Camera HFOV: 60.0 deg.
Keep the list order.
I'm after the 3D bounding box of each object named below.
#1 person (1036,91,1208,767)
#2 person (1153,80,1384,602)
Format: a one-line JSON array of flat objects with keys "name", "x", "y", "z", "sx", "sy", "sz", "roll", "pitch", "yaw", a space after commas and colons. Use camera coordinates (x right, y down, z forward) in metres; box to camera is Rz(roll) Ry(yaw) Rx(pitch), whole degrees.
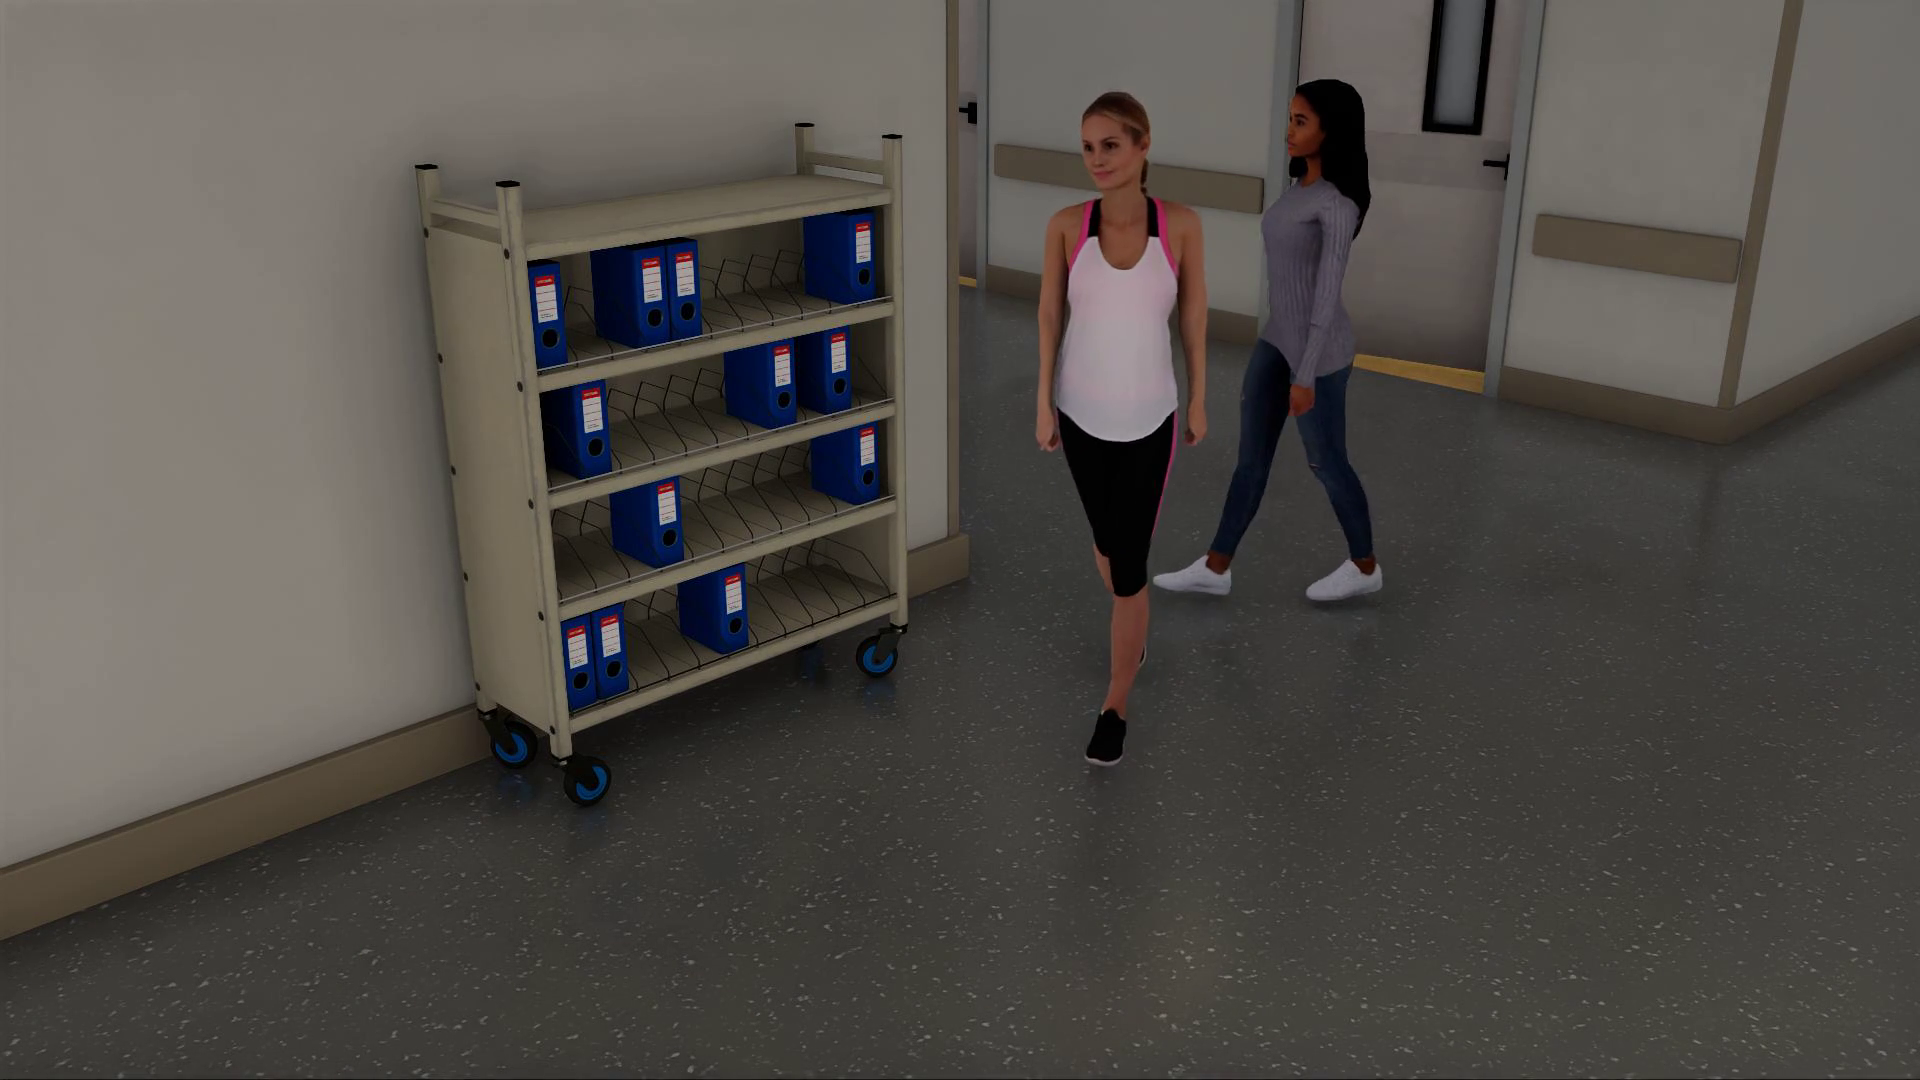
[{"name": "person", "x": 0.450, "y": -0.338, "z": 4.683, "sx": 1.027, "sy": 1.742, "sz": 1.244, "roll": 4, "pitch": 21, "yaw": 11}, {"name": "person", "x": 1.202, "y": -0.581, "z": 5.373, "sx": 1.106, "sy": 1.708, "sz": 0.981, "roll": -3, "pitch": 21, "yaw": -8}]
